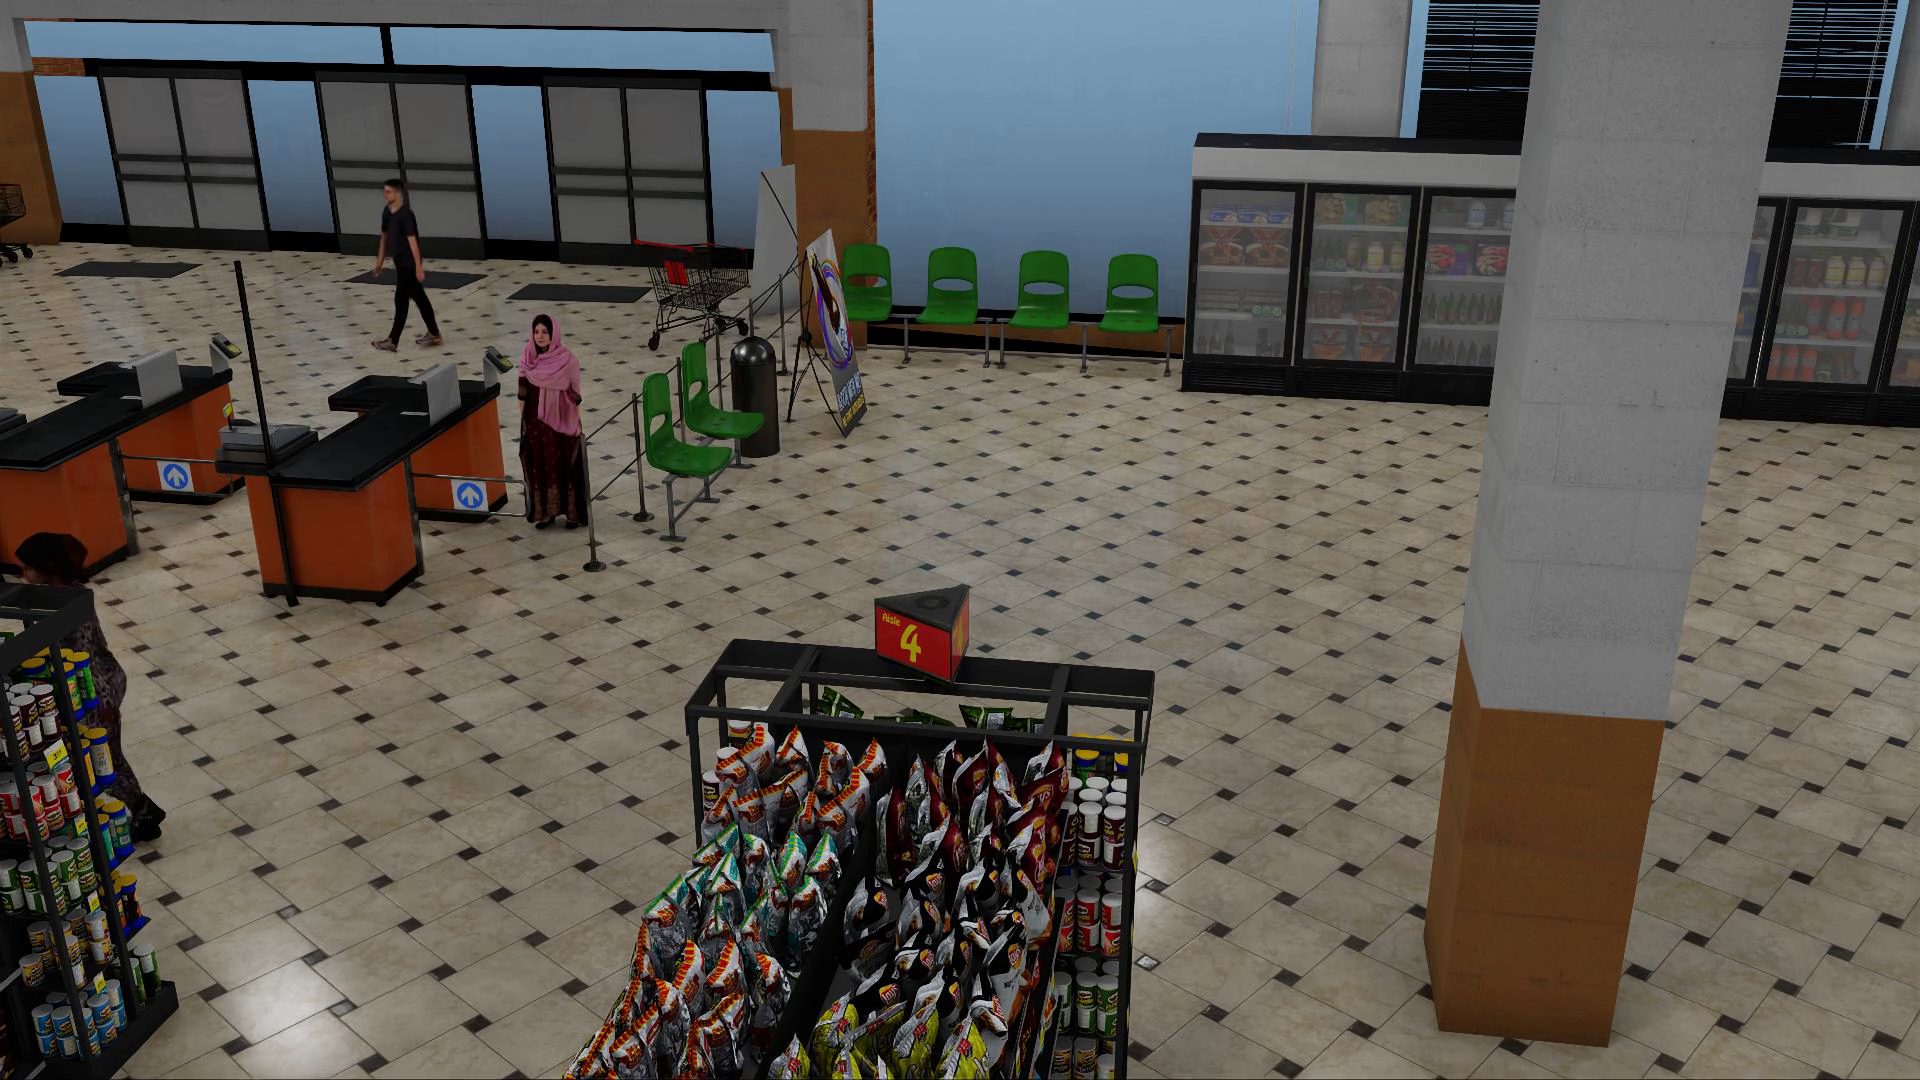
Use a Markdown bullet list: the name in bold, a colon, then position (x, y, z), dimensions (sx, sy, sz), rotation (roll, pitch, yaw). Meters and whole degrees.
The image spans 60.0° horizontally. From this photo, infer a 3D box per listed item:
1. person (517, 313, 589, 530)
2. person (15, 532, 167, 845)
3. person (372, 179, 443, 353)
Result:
- **person**: position (-3.031, -0.882, 12.341), dimensions (0.715, 1.637, 0.680), rotation (-1, 22, -3)
- **person**: position (-4.188, 0.741, 8.225), dimensions (0.790, 1.694, 0.734), rotation (-18, 28, -38)
- **person**: position (-5.580, -2.811, 17.016), dimensions (1.138, 1.730, 1.028), rotation (-18, 28, -37)
